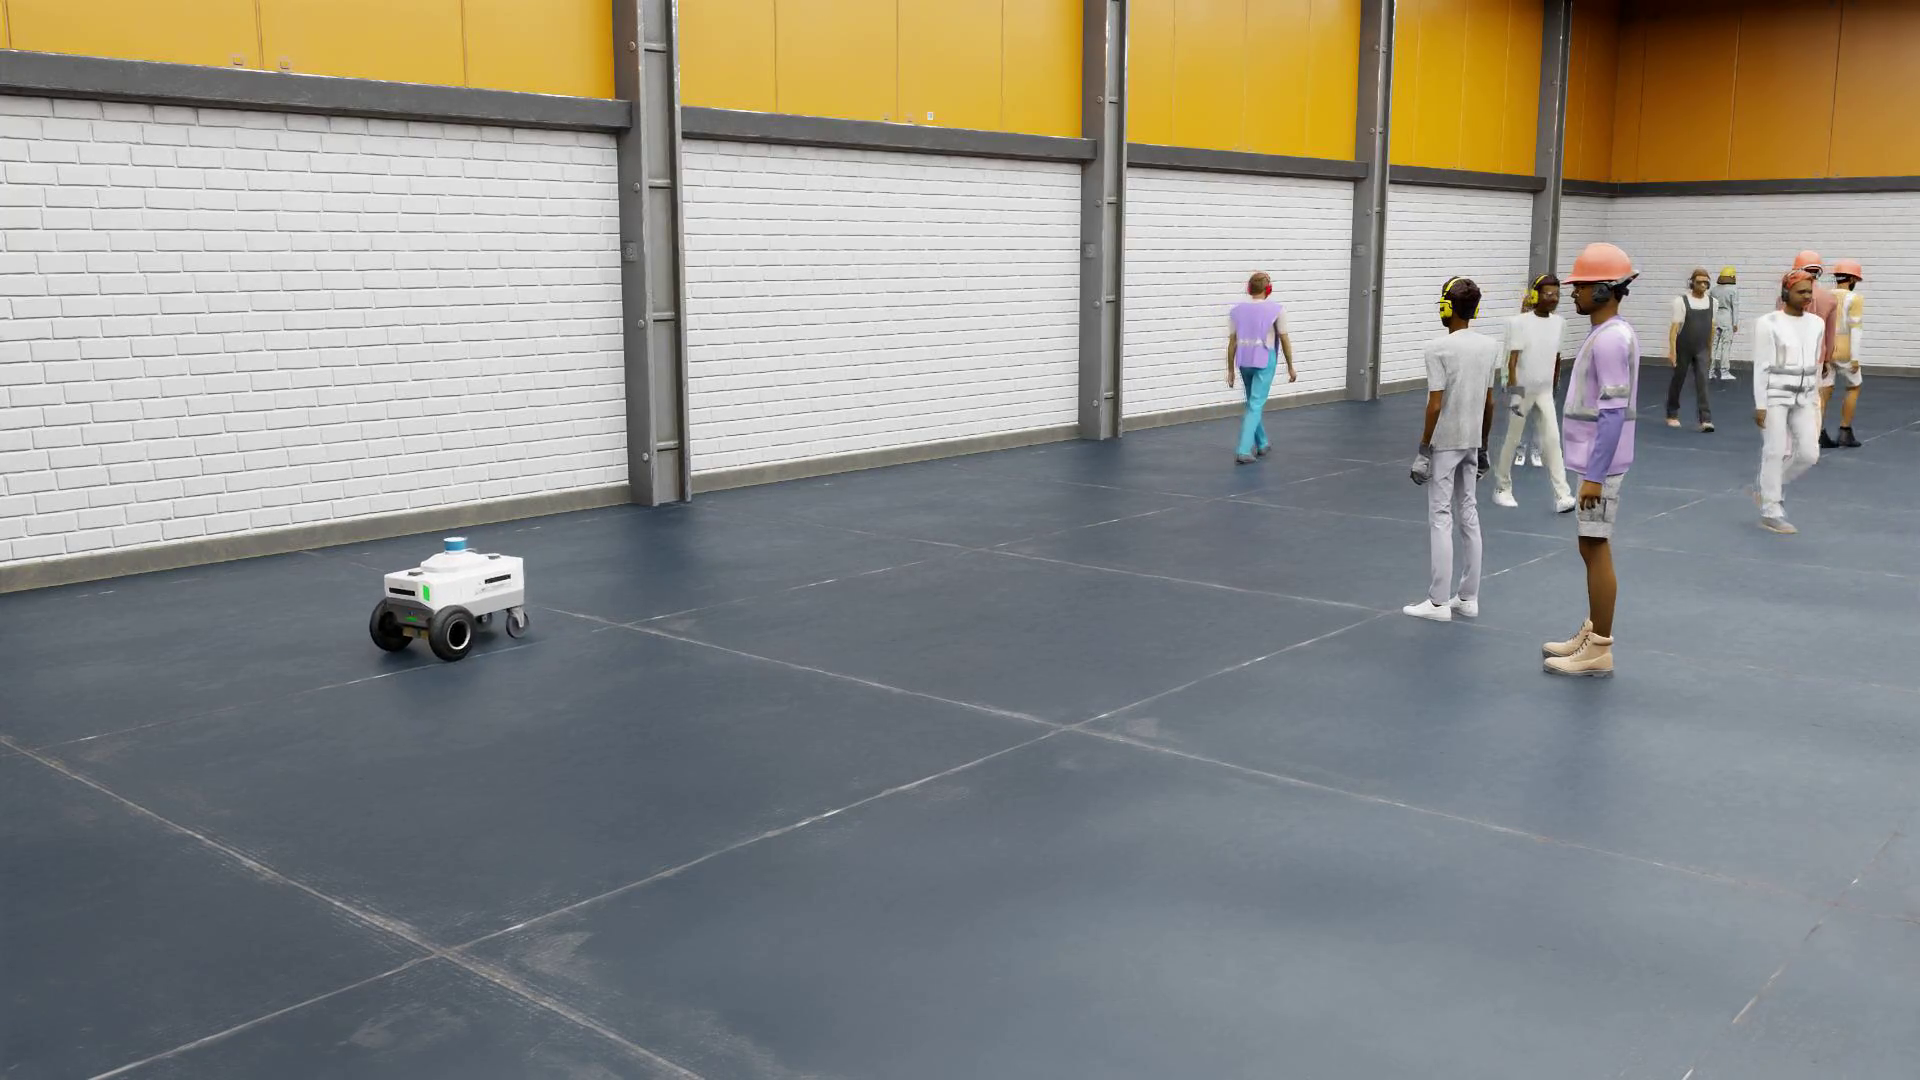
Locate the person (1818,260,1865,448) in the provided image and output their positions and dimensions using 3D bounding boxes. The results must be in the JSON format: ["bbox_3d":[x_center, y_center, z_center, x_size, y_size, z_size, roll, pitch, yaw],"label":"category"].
[{"bbox_3d":[8.910,-1.872,16.848,0.611,1.898,0.581,-5,11,-27],"label":"person"}]

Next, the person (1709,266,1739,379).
[{"bbox_3d":[11.830,-3.360,25.758,0.303,1.743,0.494,-6,12,-32],"label":"person"}]

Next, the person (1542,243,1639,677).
[{"bbox_3d":[2.990,-0.372,7.893,0.376,2.041,0.615,4,11,20],"label":"person"}]

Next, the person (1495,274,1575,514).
[{"bbox_3d":[4.419,-1.104,12.731,0.540,1.811,0.977,-2,10,-10],"label":"person"}]

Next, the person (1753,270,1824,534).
[{"bbox_3d":[5.876,-0.977,11.836,0.580,1.869,0.442,-2,10,-11],"label":"person"}]

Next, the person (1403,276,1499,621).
[{"bbox_3d":[2.678,-0.492,9.068,0.532,1.870,0.319,-6,11,-29],"label":"person"}]

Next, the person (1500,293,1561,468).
[{"bbox_3d":[5.254,-1.465,15.338,0.522,1.611,0.626,4,11,19],"label":"person"}]

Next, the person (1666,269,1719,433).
[{"bbox_3d":[8.113,-2.095,18.432,0.538,1.792,0.983,0,10,2],"label":"person"}]

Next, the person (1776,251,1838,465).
[{"bbox_3d":[7.863,-1.697,15.570,0.625,1.992,0.386,-1,10,-8],"label":"person"}]

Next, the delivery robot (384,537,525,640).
[{"bbox_3d":[-2.551,0.230,8.430,0.477,0.478,0.707,6,12,29],"label":"delivery robot"}]

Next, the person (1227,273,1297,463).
[{"bbox_3d":[2.841,-1.638,15.824,0.587,1.791,0.989,8,13,38],"label":"person"}]
